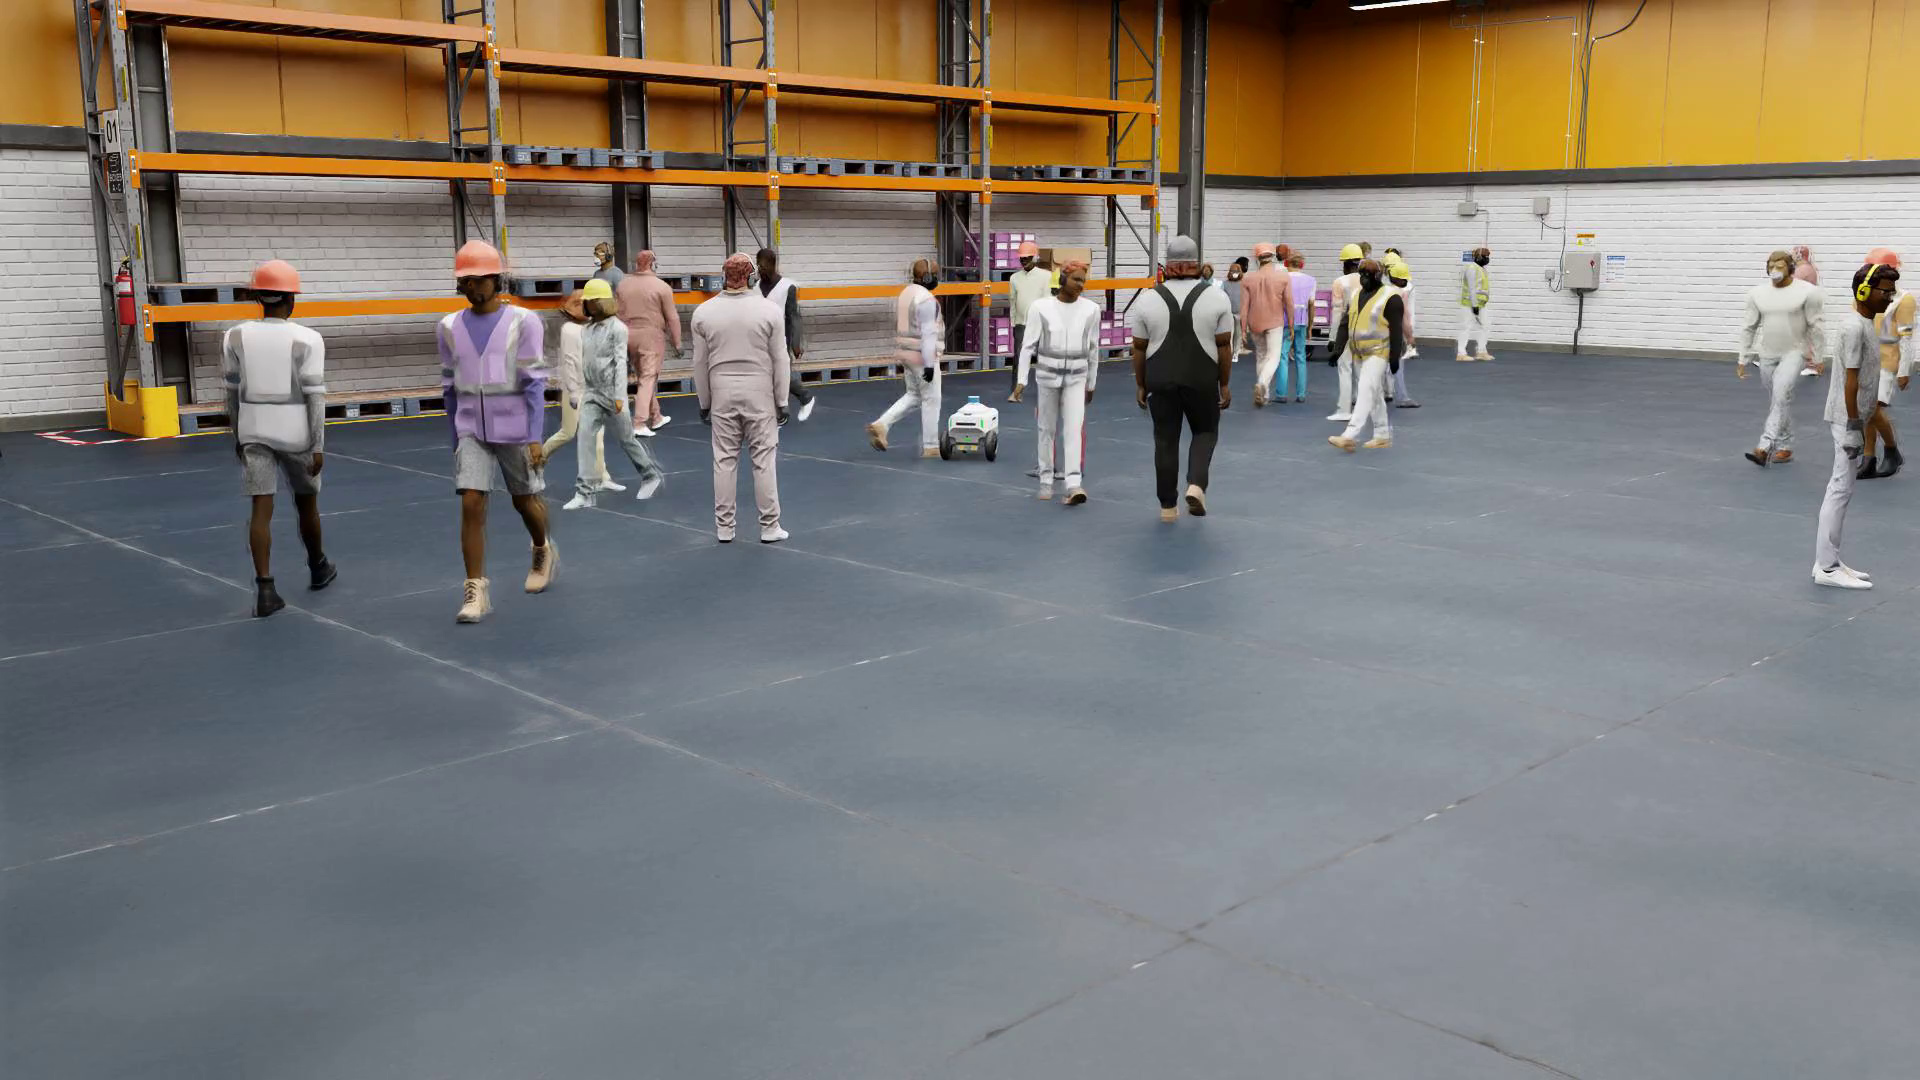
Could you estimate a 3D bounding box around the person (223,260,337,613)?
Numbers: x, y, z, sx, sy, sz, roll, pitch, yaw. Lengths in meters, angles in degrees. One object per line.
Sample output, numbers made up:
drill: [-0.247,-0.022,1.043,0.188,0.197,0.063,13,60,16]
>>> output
person: [-3.740,-0.582,9.149,0.567,1.888,0.985,-1,10,-7]

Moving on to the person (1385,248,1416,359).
person: [7.112,-3.870,27.295,0.987,1.816,0.539,10,14,44]

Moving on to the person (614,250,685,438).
person: [-3.116,-1.995,16.902,0.649,1.861,0.968,5,12,26]

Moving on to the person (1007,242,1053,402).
person: [0.889,-2.689,20.470,0.609,1.953,0.990,4,11,21]

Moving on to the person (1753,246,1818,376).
person: [12.100,-3.330,24.186,0.975,1.854,0.663,8,13,38]

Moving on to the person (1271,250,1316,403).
person: [4.004,-2.565,20.068,0.568,1.842,0.373,-2,11,-10]

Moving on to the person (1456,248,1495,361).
person: [8.354,-3.776,26.754,0.687,1.818,0.647,8,13,38]

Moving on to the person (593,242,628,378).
person: [-4.118,-2.503,19.472,0.371,1.941,0.627,-9,14,-42]

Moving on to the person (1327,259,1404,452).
person: [3.754,-1.721,15.594,0.932,1.793,0.617,-5,12,-26]

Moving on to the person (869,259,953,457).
person: [-0.435,-1.638,15.109,0.693,1.819,0.654,-5,11,-24]

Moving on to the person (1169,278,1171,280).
person: [2.449,-2.282,19.225,0.509,1.589,0.872,3,11,14]

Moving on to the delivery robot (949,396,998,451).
delivery robot: [0.127,-1.069,15.157,0.477,0.478,0.707,2,11,12]

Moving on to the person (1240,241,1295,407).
person: [3.595,-2.523,19.563,0.636,1.961,0.903,5,11,23]

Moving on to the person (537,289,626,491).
person: [-3.054,-1.176,13.119,0.734,1.607,0.516,2,11,13]

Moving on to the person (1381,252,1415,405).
person: [5.125,-2.523,19.903,0.608,1.815,0.427,1,10,8]

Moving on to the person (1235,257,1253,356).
person: [4.634,-3.927,28.017,0.595,1.652,0.539,-1,10,-8]

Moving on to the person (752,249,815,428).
person: [-1.870,-2.100,17.429,0.597,1.890,0.660,8,13,36]

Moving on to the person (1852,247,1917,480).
person: [7.538,-1.442,13.724,0.413,1.921,0.542,-3,11,-18]

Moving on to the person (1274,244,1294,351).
person: [5.549,-4.133,28.546,0.614,1.875,0.386,-10,14,-44]

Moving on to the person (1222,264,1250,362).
person: [4.343,-3.579,26.316,0.508,1.576,0.904,2,11,11]

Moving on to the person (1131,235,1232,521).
person: [1.567,-1.139,11.754,0.709,2.000,0.536,2,11,12]

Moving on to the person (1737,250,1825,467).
person: [7.126,-1.578,14.560,1.005,1.885,0.648,-8,13,-37]

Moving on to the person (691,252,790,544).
person: [-1.419,-0.924,10.946,0.636,1.911,0.406,1,10,6]

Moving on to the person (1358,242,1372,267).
person: [7.005,-4.194,28.799,0.563,1.902,0.638,2,10,8]

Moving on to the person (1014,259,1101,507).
person: [0.731,-1.168,12.449,0.685,1.829,0.968,-1,10,-4]

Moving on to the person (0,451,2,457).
person: [-8.981,-1.682,14.992,0.368,1.939,0.542,5,11,25]

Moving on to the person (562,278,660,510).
person: [-2.633,-1.108,12.500,0.490,1.712,0.831,6,12,31]

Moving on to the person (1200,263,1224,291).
person: [3.723,-3.345,25.011,0.516,1.595,0.859,1,10,3]

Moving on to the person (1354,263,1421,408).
person: [4.989,-2.352,19.273,0.917,1.713,0.513,-2,11,-10]

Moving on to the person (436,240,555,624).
person: [-2.499,-0.611,9.002,0.609,2.010,1.011,1,10,4]

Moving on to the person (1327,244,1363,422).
person: [4.251,-2.251,18.134,0.593,1.922,0.386,-6,12,-29]

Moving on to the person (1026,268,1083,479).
person: [0.792,-1.362,13.726,0.545,1.749,0.554,-6,12,-28]

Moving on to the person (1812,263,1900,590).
person: [5.180,-0.659,9.622,0.327,1.865,0.517,5,12,27]
